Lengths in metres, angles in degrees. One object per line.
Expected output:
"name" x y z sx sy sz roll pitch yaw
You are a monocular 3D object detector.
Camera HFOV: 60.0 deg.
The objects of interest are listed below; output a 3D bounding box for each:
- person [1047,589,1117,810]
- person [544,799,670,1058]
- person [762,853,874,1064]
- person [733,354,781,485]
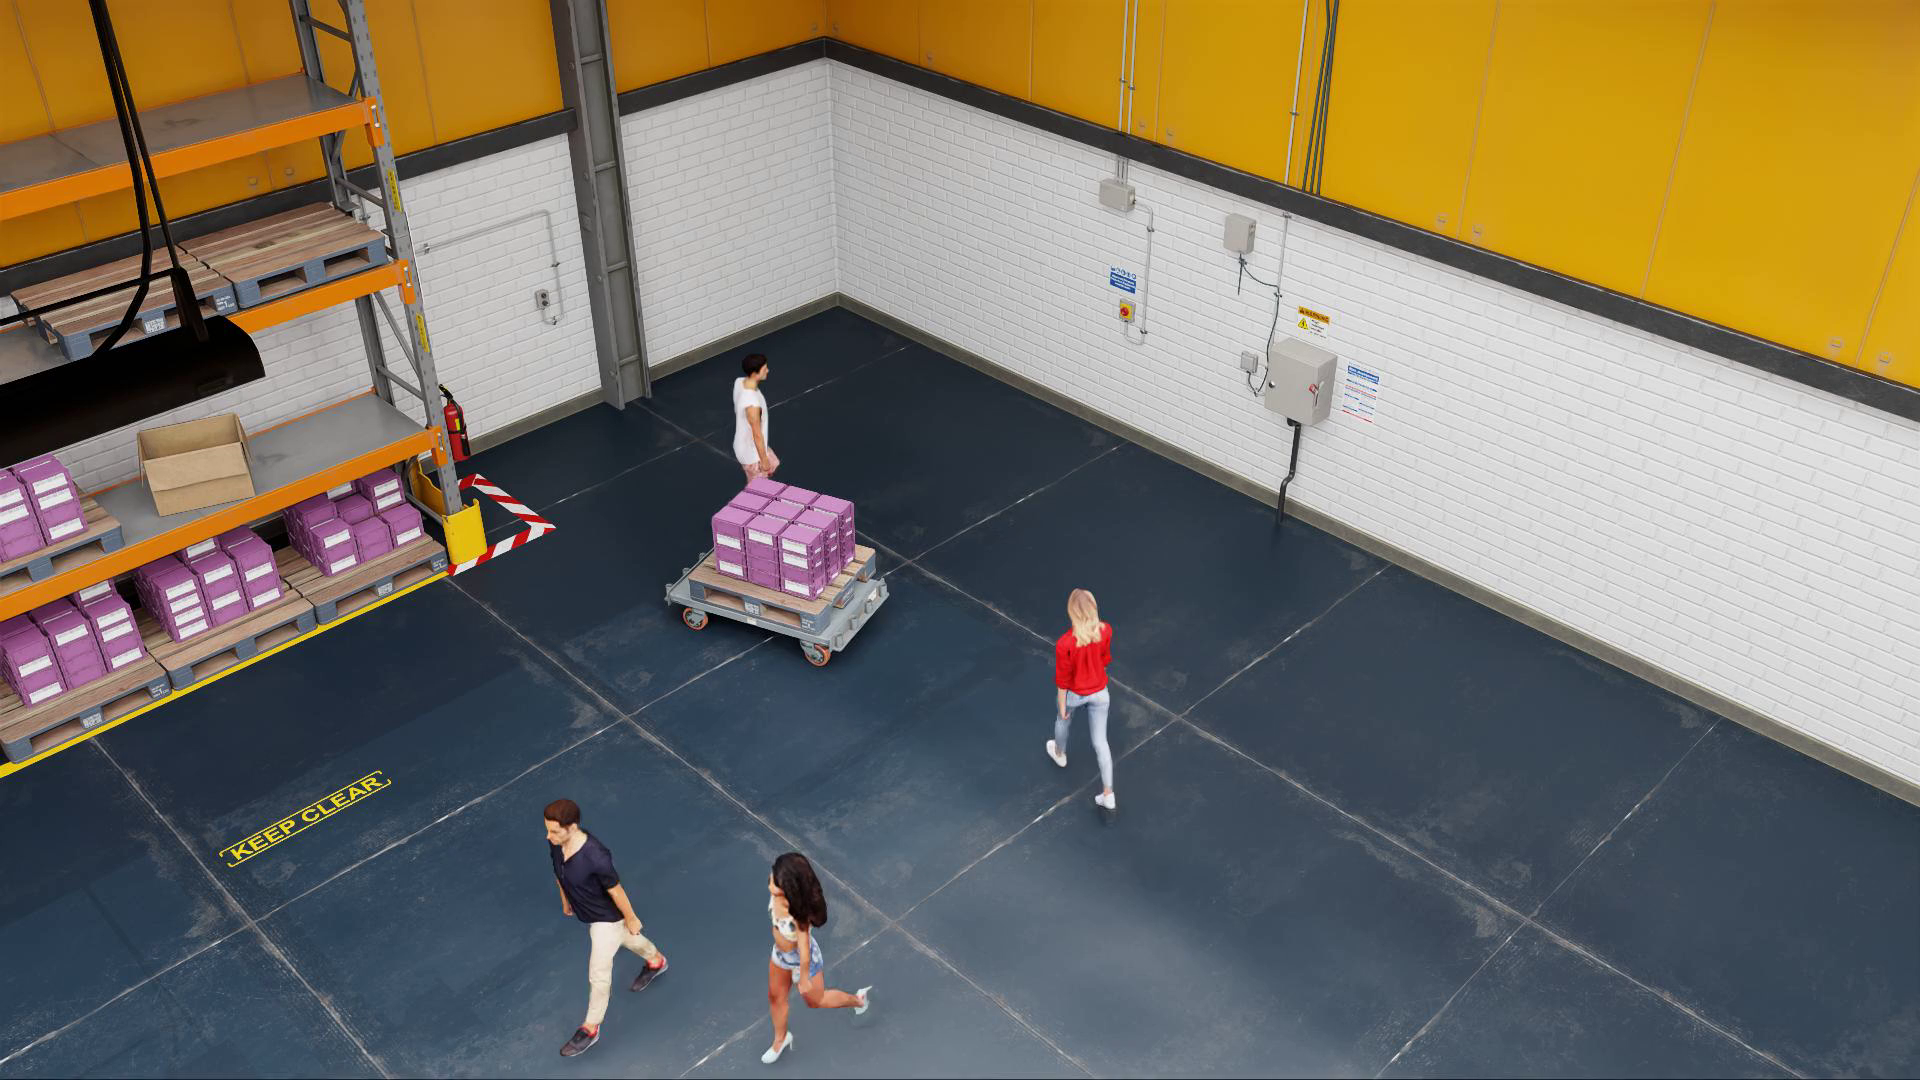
"person" 0.911 1.128 11.619 1.155 1.670 0.995 -11 35 -16
"person" -2.073 2.177 9.925 0.713 1.798 1.138 24 41 32
"person" -0.881 2.427 9.724 1.011 1.604 0.686 -20 39 -28
"person" -1.882 -0.810 14.444 0.821 1.769 0.795 -9 35 -14
